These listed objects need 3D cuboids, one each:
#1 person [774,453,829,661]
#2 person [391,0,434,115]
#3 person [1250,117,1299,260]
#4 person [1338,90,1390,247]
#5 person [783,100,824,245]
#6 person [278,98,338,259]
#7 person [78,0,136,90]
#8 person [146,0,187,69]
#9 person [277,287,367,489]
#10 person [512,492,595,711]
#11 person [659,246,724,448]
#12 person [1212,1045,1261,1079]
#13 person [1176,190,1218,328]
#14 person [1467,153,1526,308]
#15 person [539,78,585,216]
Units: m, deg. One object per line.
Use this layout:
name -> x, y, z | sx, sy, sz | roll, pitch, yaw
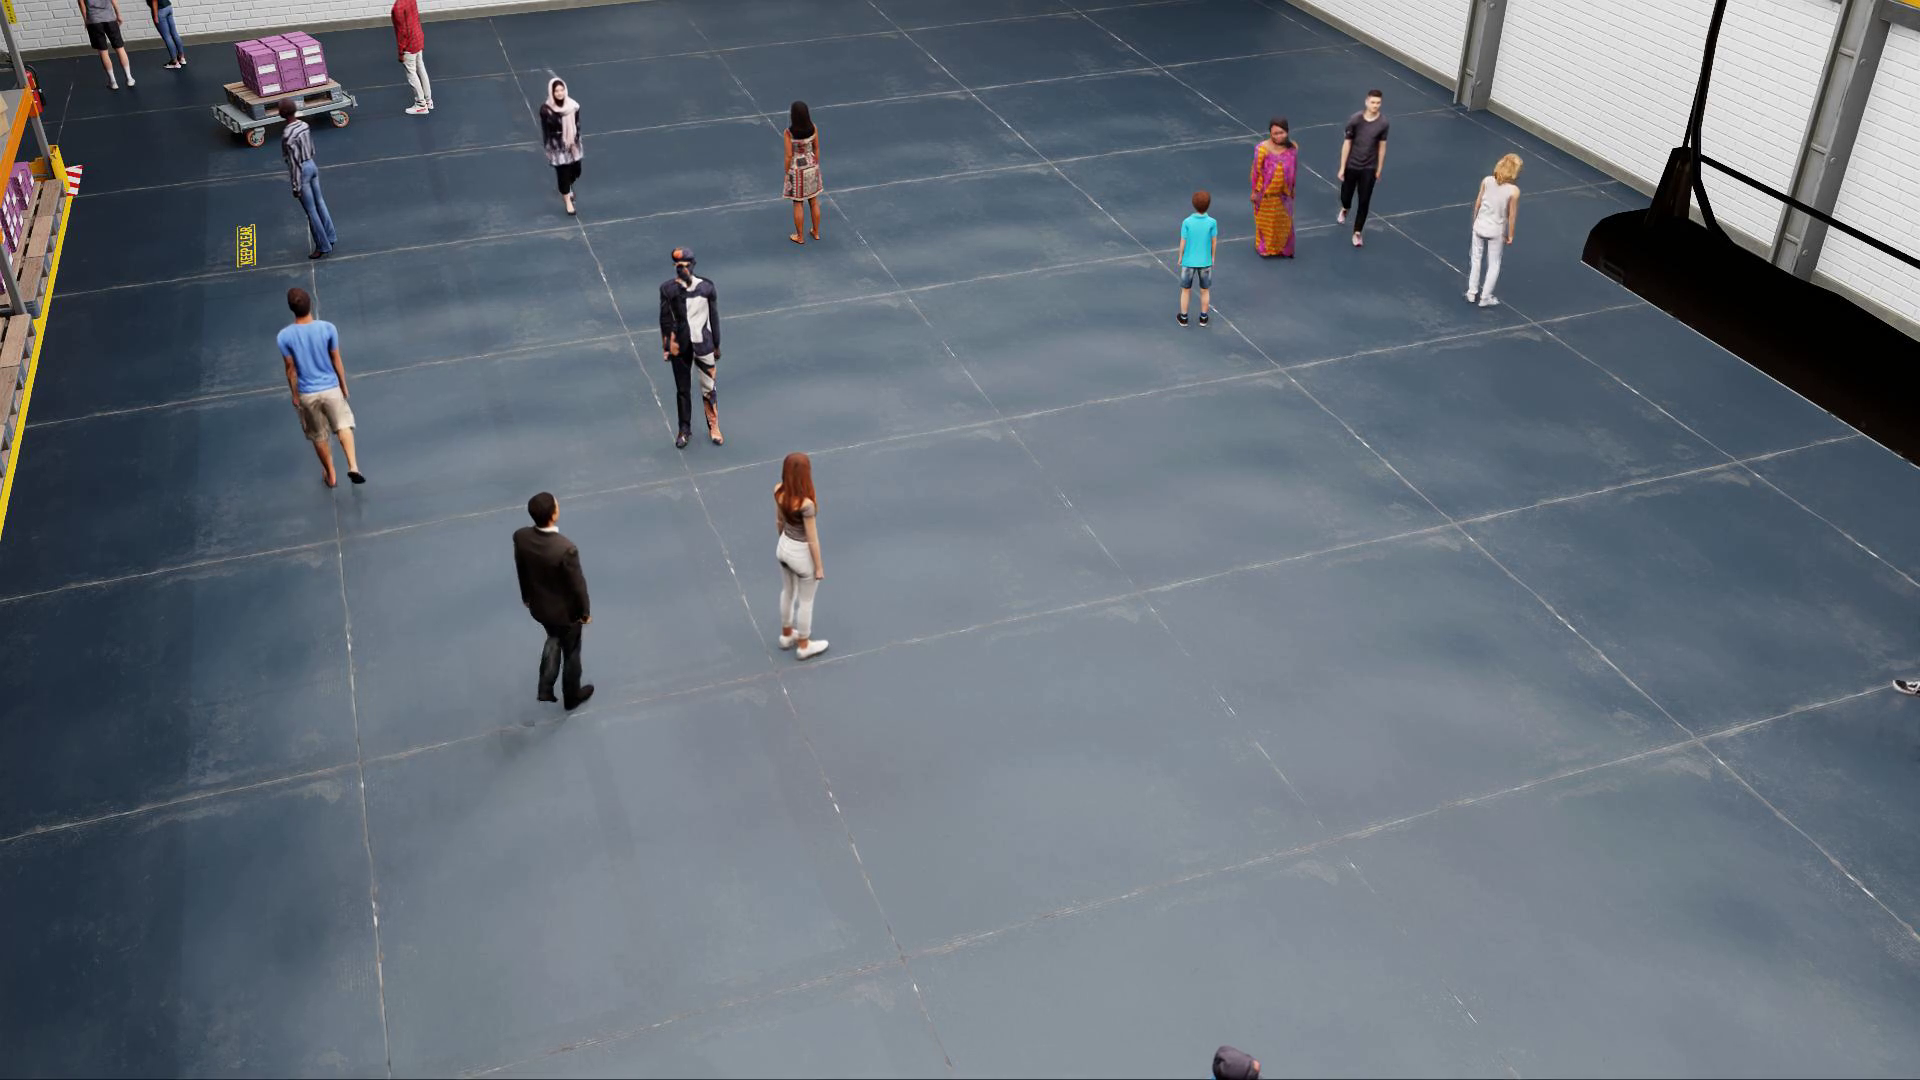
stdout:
person -> -1.207, 0.118, 12.236 | 0.590, 1.718, 0.717 | 28, 43, 35
person -> -7.384, -6.674, 22.363 | 0.816, 1.819, 0.709 | 7, 34, 11
person -> 3.475, -3.886, 18.331 | 0.809, 1.639, 0.817 | -11, 35, -16
person -> 4.515, -4.226, 18.746 | 0.914, 1.746, 1.050 | 5, 34, 8
person -> -1.774, -4.156, 18.733 | 0.699, 1.645, 0.616 | -20, 39, -28
person -> -7.226, -3.993, 18.355 | 0.770, 1.791, 0.632 | 3, 34, 4
person -> -11.962, -7.249, 23.180 | 0.709, 1.871, 0.641 | -20, 39, -28
person -> -11.534, -7.654, 24.021 | 0.768, 1.616, 0.682 | 6, 34, 9
person -> -5.433, -1.229, 14.147 | 0.687, 1.846, 0.870 | -16, 37, -23
person -> -2.879, 0.486, 11.613 | 0.873, 1.795, 0.931 | 14, 36, 20
person -> -2.395, -1.736, 14.867 | 0.727, 1.893, 0.662 | -4, 34, -6
person -> 1.196, 3.014, 7.813 | 0.754, 1.792, 0.637 | 5, 34, 7
person -> 2.424, -2.876, 16.984 | 0.581, 1.449, 0.582 | 0, 34, 1
person -> 5.528, -3.259, 17.375 | 0.671, 1.654, 0.774 | 16, 37, 23
person -> -4.688, -4.641, 19.482 | 0.691, 1.623, 0.784 | -18, 38, -25
